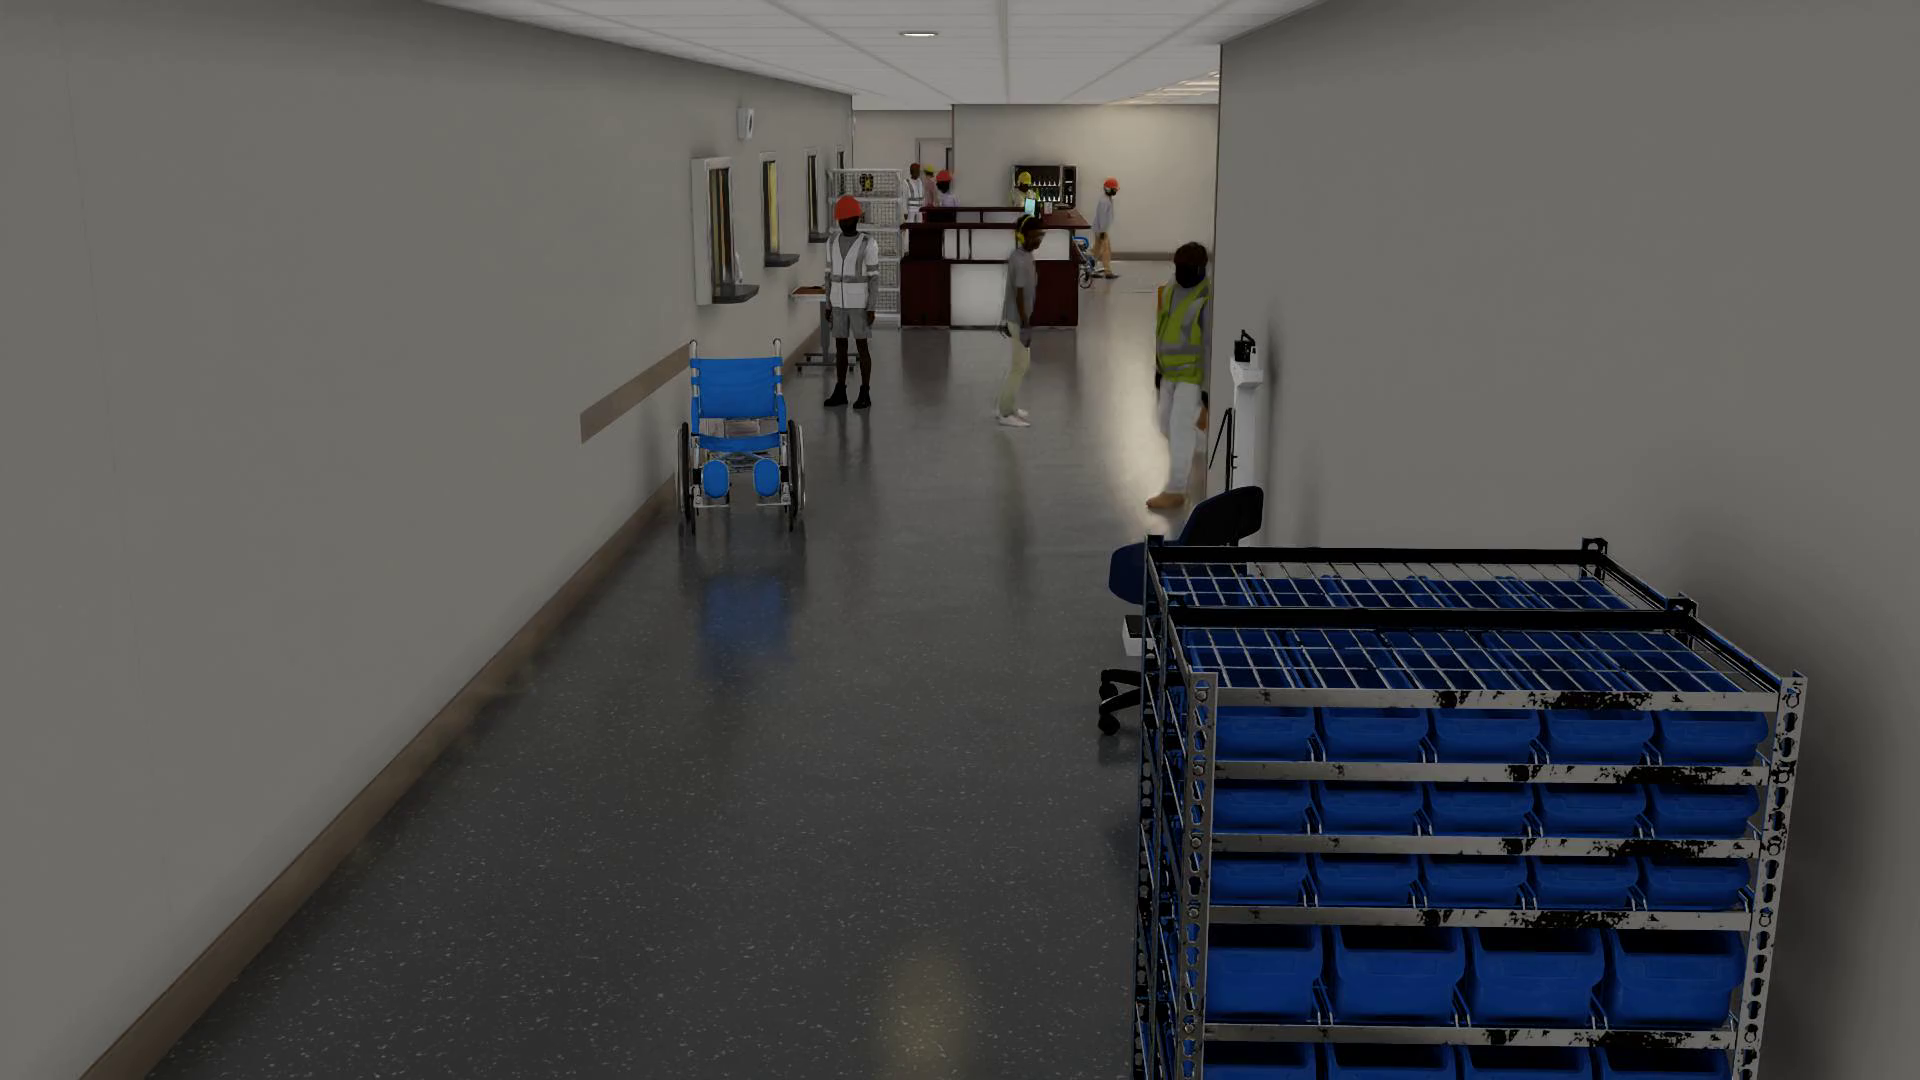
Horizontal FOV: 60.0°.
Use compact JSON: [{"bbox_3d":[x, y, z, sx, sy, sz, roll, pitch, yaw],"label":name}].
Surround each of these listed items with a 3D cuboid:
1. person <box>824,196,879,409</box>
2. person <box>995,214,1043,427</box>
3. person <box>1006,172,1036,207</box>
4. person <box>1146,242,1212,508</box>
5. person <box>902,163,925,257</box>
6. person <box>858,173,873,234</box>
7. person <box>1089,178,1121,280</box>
[{"bbox_3d":[-1.013,-2.175,15.273,0.542,1.936,0.362,6,15,25],"label":"person"},{"bbox_3d":[0.515,-1.874,14.274,0.458,1.827,0.589,2,14,7],"label":"person"},{"bbox_3d":[1.080,-5.420,28.677,0.586,1.822,0.403,-8,16,-30],"label":"person"},{"bbox_3d":[1.601,-1.106,11.204,0.630,1.807,0.687,-5,15,-21],"label":"person"},{"bbox_3d":[-0.922,-6.641,33.528,0.575,1.876,0.341,-13,19,-43],"label":"person"},{"bbox_3d":[-1.500,-4.837,26.246,0.335,1.855,0.530,0,14,-2],"label":"person"},{"bbox_3d":[2.502,-5.333,28.553,0.607,1.715,0.562,2,14,8],"label":"person"}]
